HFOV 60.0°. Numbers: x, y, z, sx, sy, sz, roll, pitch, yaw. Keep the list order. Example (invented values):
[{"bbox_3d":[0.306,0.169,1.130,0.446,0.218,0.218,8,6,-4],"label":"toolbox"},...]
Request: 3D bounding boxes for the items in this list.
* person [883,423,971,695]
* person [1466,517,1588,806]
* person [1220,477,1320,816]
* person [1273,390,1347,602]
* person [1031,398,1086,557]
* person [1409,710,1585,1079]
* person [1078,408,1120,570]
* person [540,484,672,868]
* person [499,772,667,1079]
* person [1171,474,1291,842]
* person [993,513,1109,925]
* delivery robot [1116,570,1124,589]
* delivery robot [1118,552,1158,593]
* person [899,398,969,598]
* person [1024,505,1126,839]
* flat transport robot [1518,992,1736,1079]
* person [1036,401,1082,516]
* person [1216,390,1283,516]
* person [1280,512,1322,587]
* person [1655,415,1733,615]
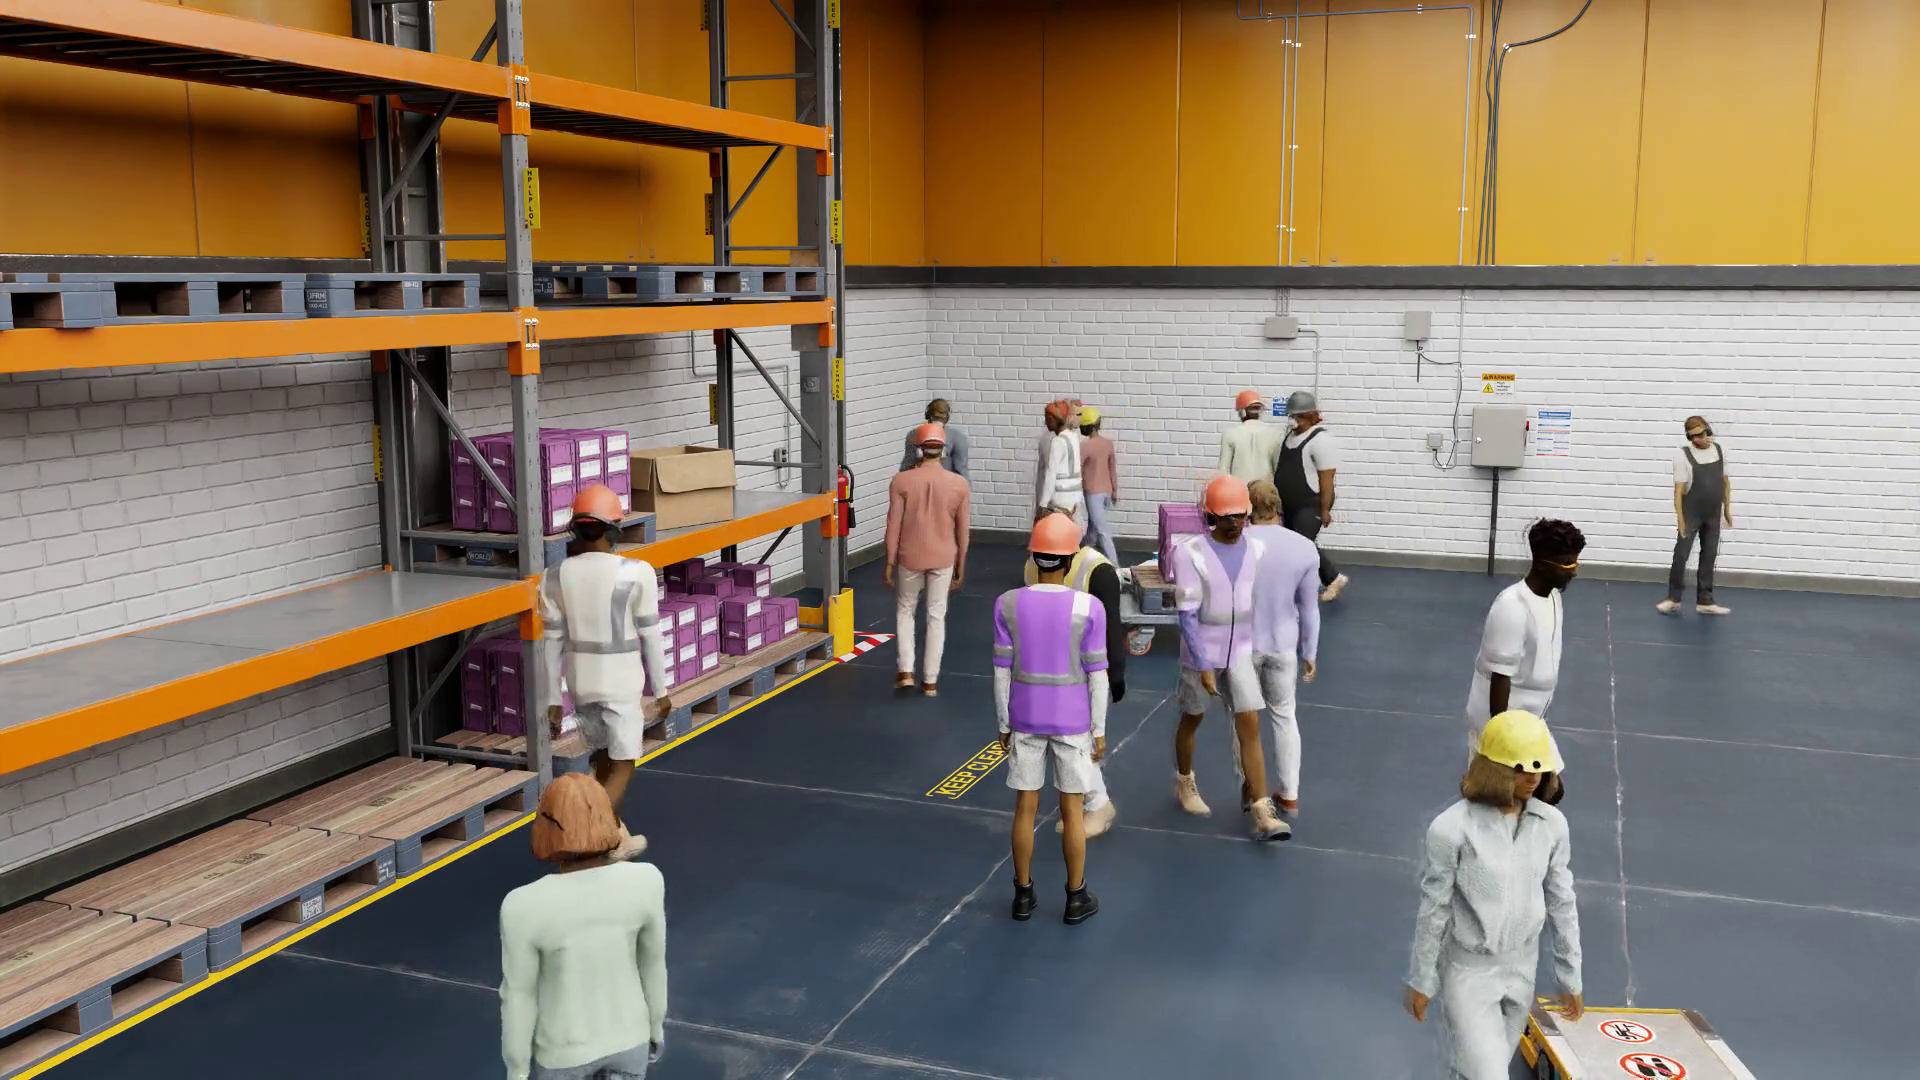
[{"bbox_3d":[-0.240,0.148,12.068,0.645,1.957,0.493,-1,9,-6],"label":"person"},{"bbox_3d":[2.619,0.831,7.890,0.624,1.919,0.633,9,13,44],"label":"person"},{"bbox_3d":[1.684,0.608,9.283,0.639,1.915,0.532,0,9,-2],"label":"person"},{"bbox_3d":[3.213,-0.386,15.139,0.791,2.000,0.700,-2,9,-15],"label":"person"},{"bbox_3d":[0.936,-0.438,16.024,0.604,1.865,0.678,5,10,28],"label":"person"},{"bbox_3d":[1.699,1.372,5.078,0.511,1.713,0.737,-3,10,-21],"label":"person"},{"bbox_3d":[1.286,-0.460,16.609,0.881,1.718,0.522,8,12,39],"label":"person"},{"bbox_3d":[-1.795,0.731,8.241,0.606,2.018,0.930,3,9,17],"label":"person"},{"bbox_3d":[-1.067,1.469,4.795,0.509,1.620,0.378,-5,10,-30],"label":"person"},{"bbox_3d":[1.431,0.627,8.975,0.611,1.973,1.105,-3,10,-19],"label":"person"},{"bbox_3d":[0.428,0.836,7.787,0.545,1.938,0.361,2,9,15],"label":"person"},{"bbox_3d":[1.073,0.383,14.668,0.707,0.478,0.477,-3,10,-21],"label":"delivery robot"},{"bbox_3d":[1.774,0.350,14.877,0.707,0.478,0.477,-4,10,-27],"label":"delivery robot"},{"bbox_3d":[-0.239,-0.386,15.575,0.731,1.909,0.555,5,10,30],"label":"person"},{"bbox_3d":[0.588,0.712,8.984,0.461,1.807,0.656,-8,12,-40],"label":"person"},{"bbox_3d":[2.464,1.978,5.837,0.652,0.197,1.431,1,9,3],"label":"flat transport robot"},{"bbox_3d":[0.921,-0.380,15.672,0.465,1.863,0.576,3,9,16],"label":"person"},{"bbox_3d":[2.724,-0.421,15.591,0.655,1.964,0.506,0,9,0],"label":"person"},{"bbox_3d":[3.252,-0.350,16.100,0.652,1.662,0.636,-4,10,-22],"label":"person"},{"bbox_3d":[6.596,-0.210,14.789,0.655,1.809,0.342,-2,9,-10],"label":"person"}]
